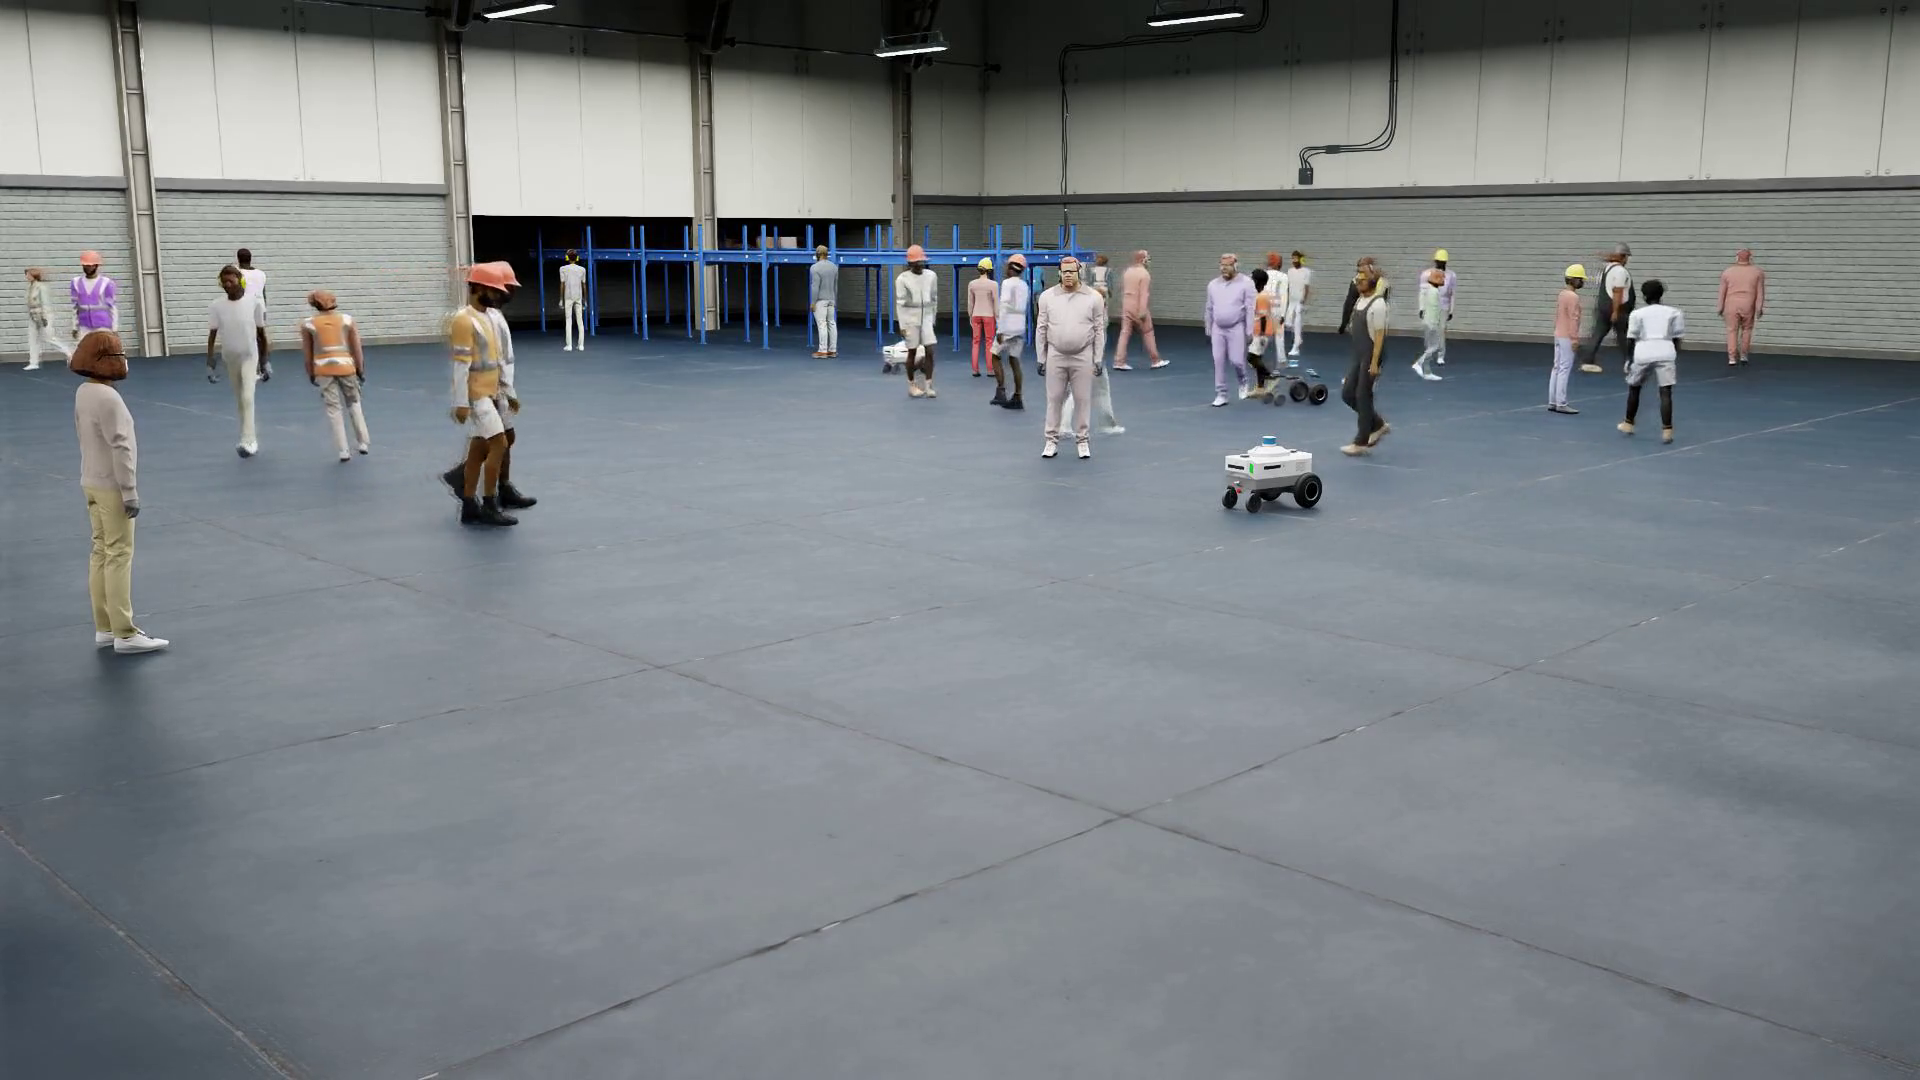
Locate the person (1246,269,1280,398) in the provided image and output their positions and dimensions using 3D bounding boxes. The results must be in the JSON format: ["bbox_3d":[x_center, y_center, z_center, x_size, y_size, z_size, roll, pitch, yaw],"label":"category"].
[{"bbox_3d":[3.904,-2.680,21.638,0.384,1.685,0.538,2,11,9],"label":"person"}]

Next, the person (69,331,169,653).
[{"bbox_3d":[-4.321,-0.248,8.491,0.497,1.633,0.284,10,14,44],"label":"person"}]

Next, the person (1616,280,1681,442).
[{"bbox_3d":[7.202,-1.873,17.328,0.558,1.641,0.749,2,11,12],"label":"person"}]

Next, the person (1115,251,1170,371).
[{"bbox_3d":[2.872,-3.608,26.198,0.968,1.862,0.661,-6,12,-31],"label":"person"}]

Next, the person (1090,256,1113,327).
[{"bbox_3d":[3.269,-5.754,38.553,0.554,1.625,0.334,3,11,17],"label":"person"}]

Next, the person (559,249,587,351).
[{"bbox_3d":[-7.151,-4.436,30.720,0.516,1.865,0.327,-6,12,-29],"label":"person"}]

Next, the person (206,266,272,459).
[{"bbox_3d":[-6.877,-1.684,15.819,0.539,1.815,1.020,-2,11,-11],"label":"person"}]

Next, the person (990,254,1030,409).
[{"bbox_3d":[0.636,-2.562,20.451,0.456,1.879,0.651,9,14,40],"label":"person"}]

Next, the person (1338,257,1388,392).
[{"bbox_3d":[5.446,-2.961,22.805,0.628,1.809,0.861,-7,13,-35],"label":"person"}]

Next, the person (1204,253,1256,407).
[{"bbox_3d":[3.364,-2.619,20.723,0.665,1.889,0.506,6,12,31],"label":"person"}]

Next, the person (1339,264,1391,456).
[{"bbox_3d":[3.937,-1.739,16.068,0.452,1.836,0.532,-2,11,-10],"label":"person"}]

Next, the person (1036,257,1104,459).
[{"bbox_3d":[1.042,-1.733,15.845,0.652,1.906,0.405,1,10,6],"label":"person"}]

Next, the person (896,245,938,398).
[{"bbox_3d":[-0.547,-2.819,21.571,0.630,1.974,0.860,-5,11,-23],"label":"person"}]

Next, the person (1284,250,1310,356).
[{"bbox_3d":[5.984,-4.204,29.500,0.471,1.849,0.508,-10,14,-44],"label":"person"}]

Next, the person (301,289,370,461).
[{"bbox_3d":[-5.918,-1.567,15.754,0.540,1.604,0.615,-4,11,-22],"label":"person"}]

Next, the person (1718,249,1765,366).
[{"bbox_3d":[12.805,-3.819,27.295,0.679,1.868,0.905,5,11,24],"label":"person"}]

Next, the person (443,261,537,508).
[{"bbox_3d":[-3.650,-1.185,12.840,0.593,1.918,0.537,-3,11,-15],"label":"person"}]

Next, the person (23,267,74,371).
[{"bbox_3d":[-14.522,-3.515,26.373,0.522,1.614,0.704,6,12,31],"label":"person"}]

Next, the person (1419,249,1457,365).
[{"bbox_3d":[7.919,-3.879,27.612,0.590,1.892,0.929,2,11,10],"label":"person"}]

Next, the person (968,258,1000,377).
[{"bbox_3d":[0.372,-3.340,24.993,0.533,1.767,0.312,6,12,28],"label":"person"}]

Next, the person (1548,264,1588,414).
[{"bbox_3d":[7.279,-2.403,19.886,0.328,1.765,0.528,0,10,2],"label":"person"}]

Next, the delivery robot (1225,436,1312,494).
[{"bbox_3d":[2.420,-0.570,13.053,0.707,0.478,0.477,-7,13,-34],"label":"delivery robot"}]

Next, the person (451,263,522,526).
[{"bbox_3d":[-3.434,-1.057,12.165,0.629,1.901,0.547,0,10,-1],"label":"person"}]

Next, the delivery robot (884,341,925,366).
[{"bbox_3d":[-0.823,-2.910,25.810,0.707,0.478,0.477,-7,12,-31],"label":"delivery robot"}]

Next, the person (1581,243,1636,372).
[{"bbox_3d":[10.128,-3.568,25.601,1.064,2.000,0.692,-1,10,-4],"label":"person"}]

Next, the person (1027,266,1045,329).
[{"bbox_3d":[1.684,-5.644,37.741,0.540,1.695,0.317,-6,12,-29],"label":"person"}]

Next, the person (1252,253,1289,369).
[{"bbox_3d":[4.938,-3.637,26.428,0.589,1.844,0.978,7,13,35],"label":"person"}]

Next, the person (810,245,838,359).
[{"bbox_3d":[-2.360,-4.120,28.774,0.371,1.939,0.629,8,13,37],"label":"person"}]

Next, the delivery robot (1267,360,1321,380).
[{"bbox_3d":[4.217,-2.155,20.985,0.698,0.223,0.335,-5,11,-23],"label":"delivery robot"}]

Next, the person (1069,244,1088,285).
[{"bbox_3d":[2.402,-5.267,35.072,0.613,1.929,0.579,-7,13,-35],"label":"person"}]

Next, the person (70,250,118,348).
[{"bbox_3d":[-11.225,-2.789,21.554,0.583,1.921,0.398,-1,10,-7],"label":"person"}]

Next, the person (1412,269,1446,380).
[{"bbox_3d":[6.920,-3.149,24.334,0.379,1.624,0.500,2,11,12],"label":"person"}]

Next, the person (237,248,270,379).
[{"bbox_3d":[-10.463,-3.339,24.568,0.391,1.918,0.590,3,11,18],"label":"person"}]

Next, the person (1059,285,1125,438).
[{"bbox_3d":[1.372,-1.880,17.515,0.839,1.591,0.501,-9,14,-41],"label":"person"}]
